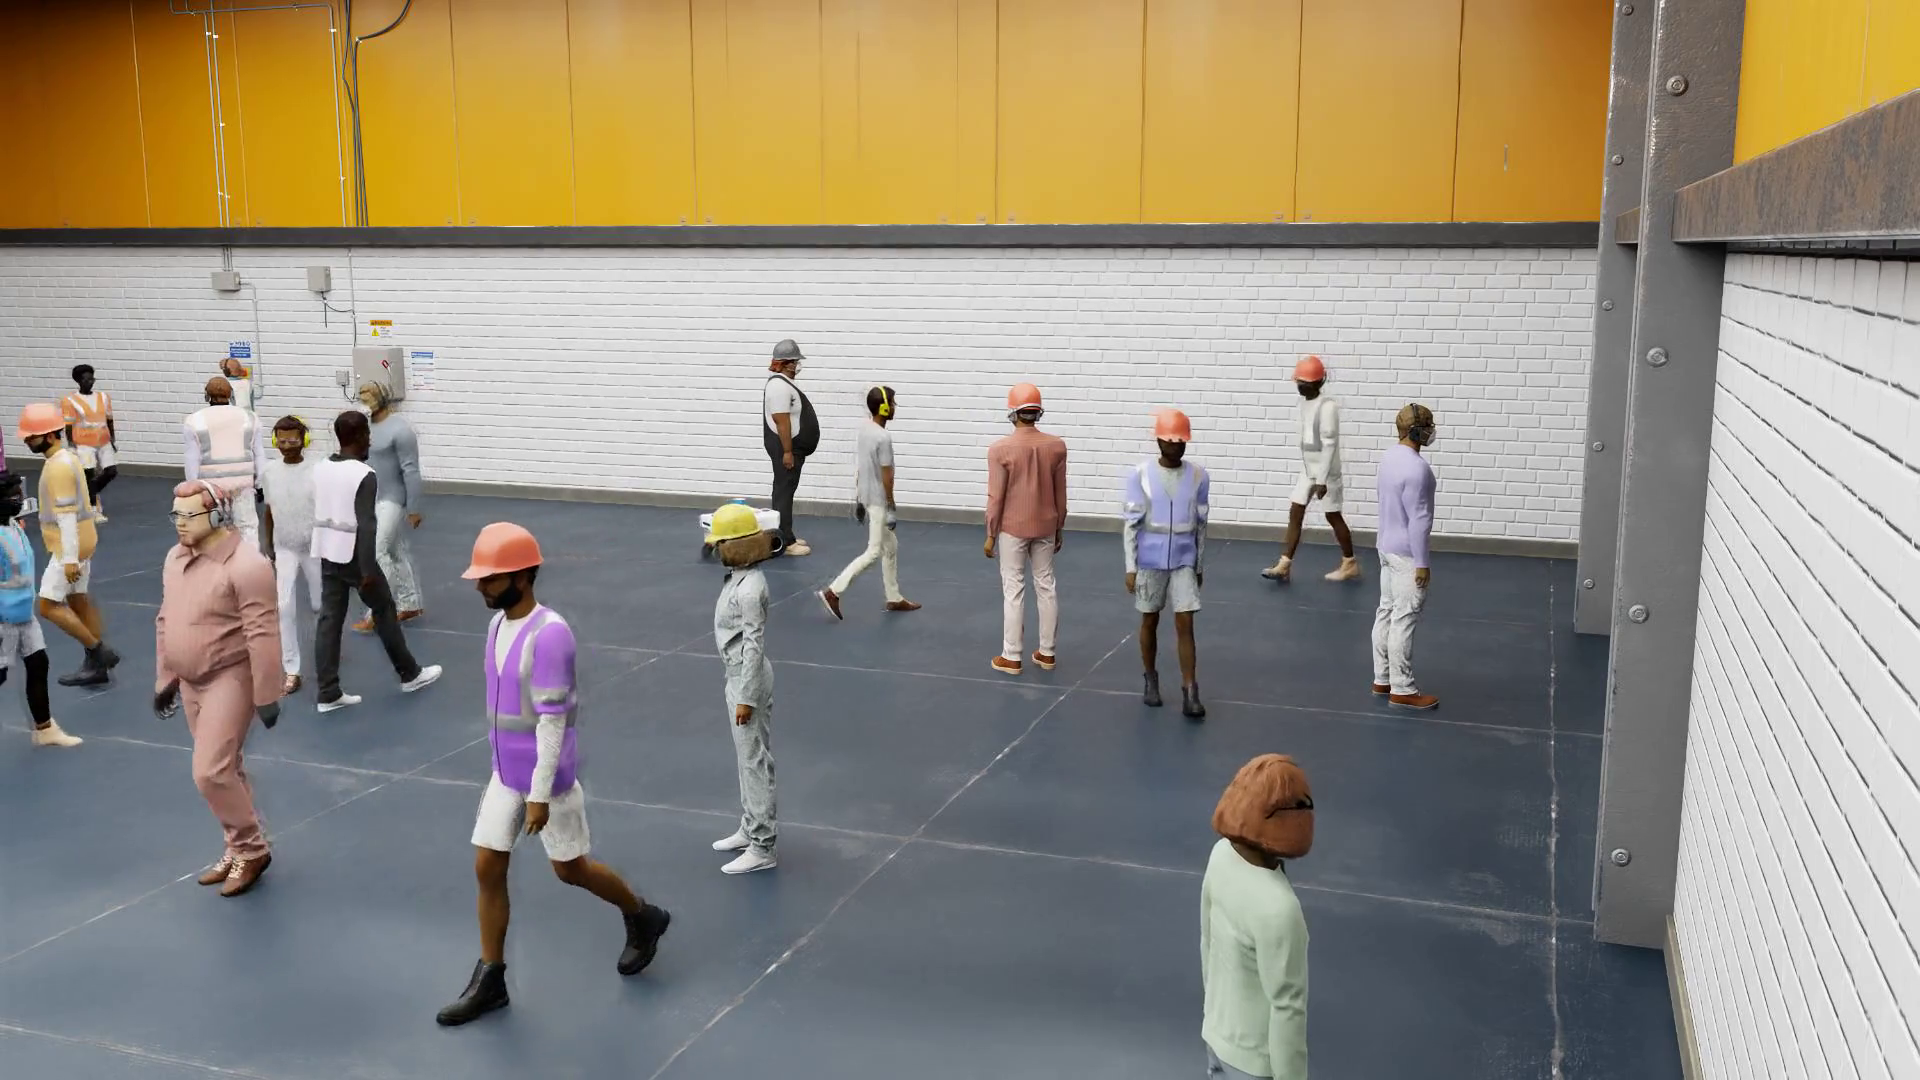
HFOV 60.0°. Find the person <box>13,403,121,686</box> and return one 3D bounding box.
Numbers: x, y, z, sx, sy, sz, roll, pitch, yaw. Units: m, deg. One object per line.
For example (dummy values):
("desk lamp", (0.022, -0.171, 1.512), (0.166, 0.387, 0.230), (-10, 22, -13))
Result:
("person", (-5.861, 0.055, 10.876), (0.446, 1.910, 0.634), (-5, 11, -24))

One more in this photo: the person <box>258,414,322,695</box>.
("person", (-4.403, 0.051, 11.167), (0.529, 1.829, 0.913), (-1, 10, -7))

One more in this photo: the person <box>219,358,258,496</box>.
("person", (-8.332, -1.284, 19.191), (0.327, 1.632, 0.541), (5, 11, 25))

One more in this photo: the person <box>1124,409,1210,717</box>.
("person", (1.298, 0.150, 10.370), (0.559, 1.925, 0.658), (0, 10, -3))

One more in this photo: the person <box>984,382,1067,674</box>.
("person", (0.446, -0.078, 11.388), (0.609, 1.995, 0.379), (-5, 11, -25))

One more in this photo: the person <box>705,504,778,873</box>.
("person", (-1.027, 0.687, 7.803), (0.304, 1.740, 0.485), (-2, 10, -13))

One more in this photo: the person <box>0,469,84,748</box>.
("person", (-5.534, 0.425, 9.488), (0.743, 1.666, 0.552), (-2, 10, -11))

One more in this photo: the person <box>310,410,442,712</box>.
("person", (-3.794, 0.108, 10.663), (0.588, 1.876, 0.956), (6, 12, 31))

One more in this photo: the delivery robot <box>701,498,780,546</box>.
("delivery robot", (-2.055, -0.151, 15.589), (0.707, 0.478, 0.477), (-6, 12, -32))

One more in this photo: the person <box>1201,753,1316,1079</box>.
("person", (0.777, 1.351, 4.358), (0.270, 1.631, 0.509), (-2, 10, -12))

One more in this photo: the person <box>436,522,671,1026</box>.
("person", (-1.588, 0.855, 6.411), (0.545, 1.904, 0.914), (9, 14, 42))

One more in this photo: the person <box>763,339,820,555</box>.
("person", (-1.602, -0.893, 15.848), (0.535, 2.000, 0.674), (-2, 10, -8))

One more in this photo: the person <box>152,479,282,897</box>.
("person", (-3.399, 0.666, 7.514), (0.646, 1.891, 0.503), (7, 12, 34))

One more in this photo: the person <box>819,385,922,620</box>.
("person", (-0.716, -0.291, 13.056), (0.855, 1.845, 0.533), (-5, 11, -24))

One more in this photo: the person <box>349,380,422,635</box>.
("person", (-4.452, -0.250, 12.584), (0.635, 1.907, 0.805), (8, 13, 39))

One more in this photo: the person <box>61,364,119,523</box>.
("person", (-9.191, -1.022, 17.557), (0.452, 1.685, 0.548), (6, 12, 32))

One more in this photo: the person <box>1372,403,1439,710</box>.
("person", (2.835, 0.097, 10.561), (0.372, 1.940, 0.630), (-1, 10, -6))

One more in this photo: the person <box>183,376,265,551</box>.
("person", (-6.131, -0.445, 13.889), (0.637, 1.842, 0.429), (-7, 12, -36))

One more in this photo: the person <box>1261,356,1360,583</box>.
("person", (3.044, -0.592, 14.288), (1.025, 1.978, 0.638), (-4, 11, -20))
